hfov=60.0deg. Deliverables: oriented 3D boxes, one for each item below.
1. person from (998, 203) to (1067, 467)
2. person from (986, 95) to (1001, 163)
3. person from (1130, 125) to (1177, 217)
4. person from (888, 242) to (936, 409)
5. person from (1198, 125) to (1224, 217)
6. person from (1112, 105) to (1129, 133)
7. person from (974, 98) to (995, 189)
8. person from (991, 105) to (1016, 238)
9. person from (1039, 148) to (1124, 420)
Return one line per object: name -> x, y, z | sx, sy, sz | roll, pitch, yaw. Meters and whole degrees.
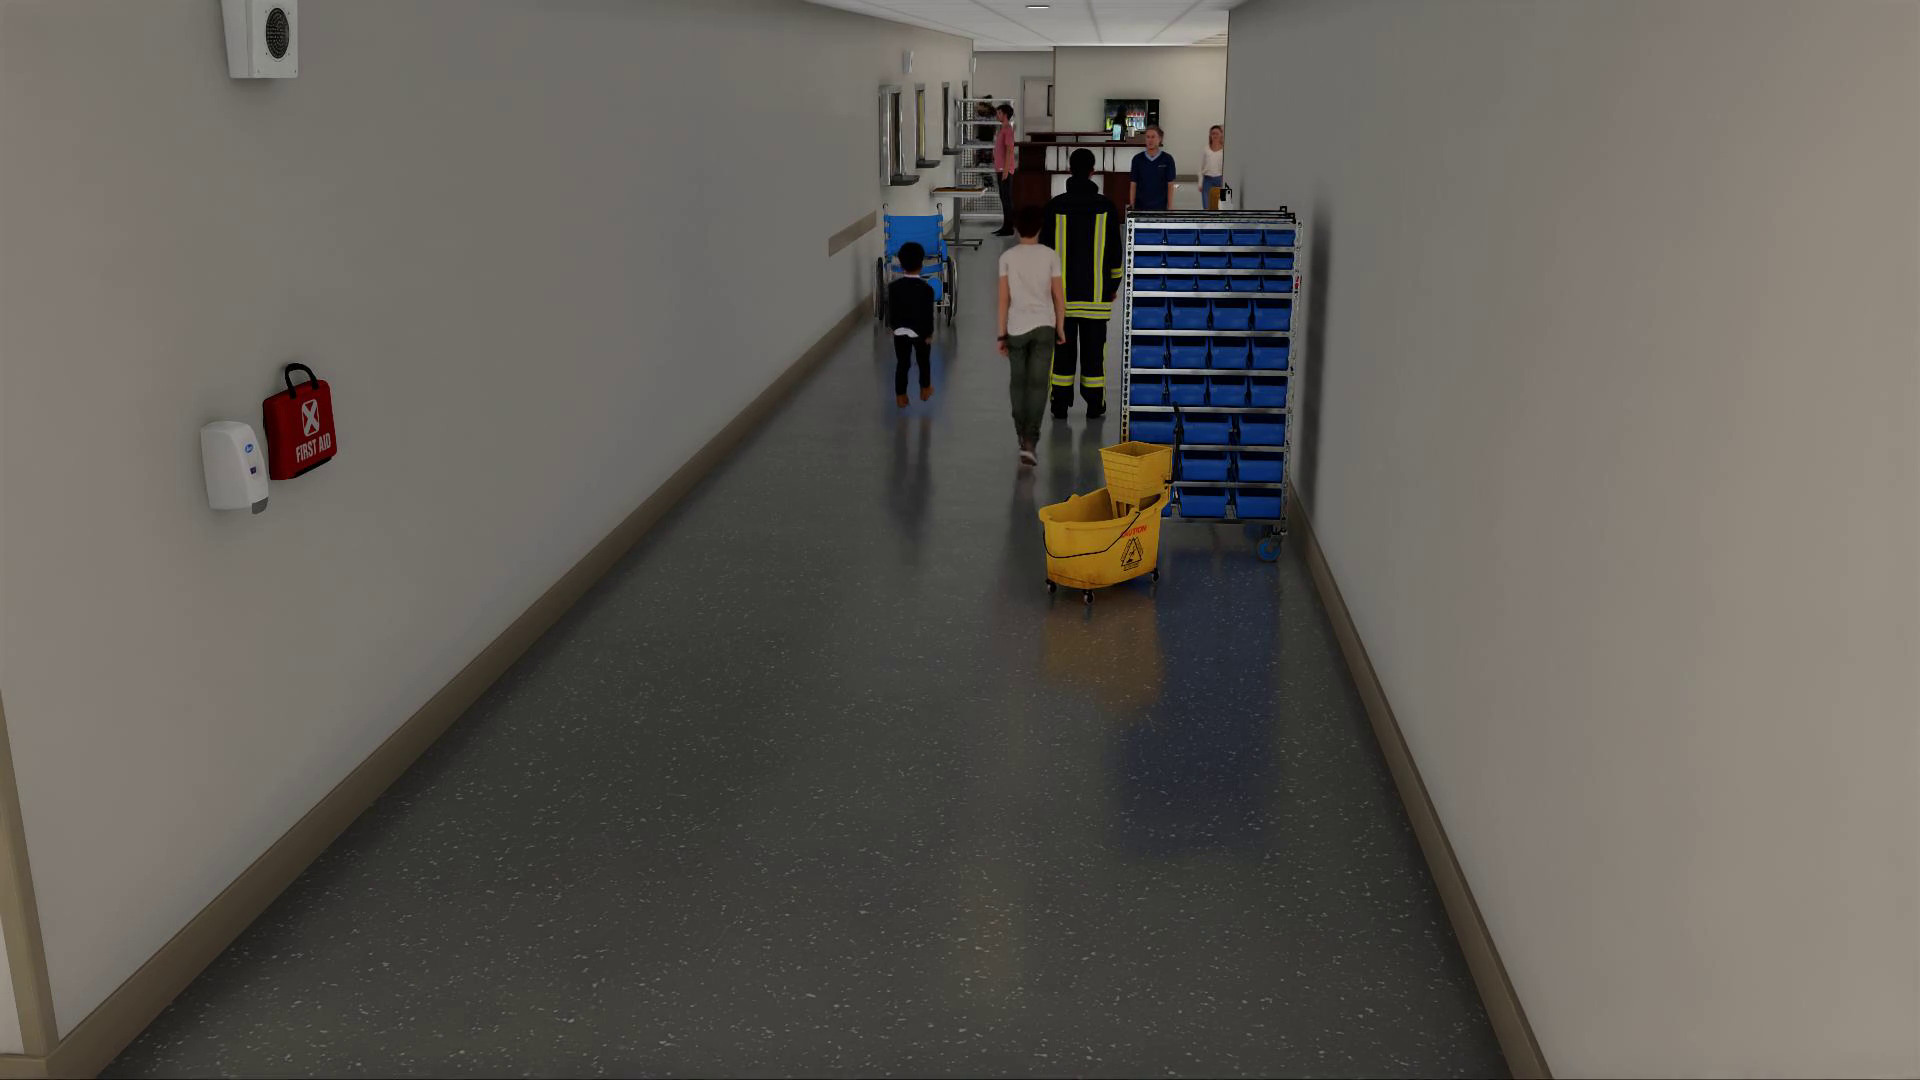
person -> 0.443, -1.259, 10.470 | 1.080, 1.616, 0.668 | 2, 16, 9
person -> 0.746, -10.969, 44.595 | 1.242, 1.789, 1.026 | 7, 17, 23
person -> 2.119, -3.667, 18.542 | 0.535, 1.871, 0.751 | 4, 16, 14
person -> -0.366, -1.541, 12.181 | 0.795, 1.191, 0.609 | 3, 16, 10
person -> 3.692, -5.159, 24.162 | 0.531, 1.692, 0.713 | 4, 16, 13
person -> 3.111, -7.773, 33.278 | 1.261, 1.777, 0.954 | -5, 16, -16
person -> 0.583, -7.908, 33.485 | 0.736, 1.926, 0.747 | -1, 16, -5
person -> 0.697, -5.608, 25.268 | 0.629, 1.958, 0.685 | -3, 16, -9
person -> 0.859, -1.843, 11.969 | 0.582, 1.928, 0.832 | 1, 16, 3
